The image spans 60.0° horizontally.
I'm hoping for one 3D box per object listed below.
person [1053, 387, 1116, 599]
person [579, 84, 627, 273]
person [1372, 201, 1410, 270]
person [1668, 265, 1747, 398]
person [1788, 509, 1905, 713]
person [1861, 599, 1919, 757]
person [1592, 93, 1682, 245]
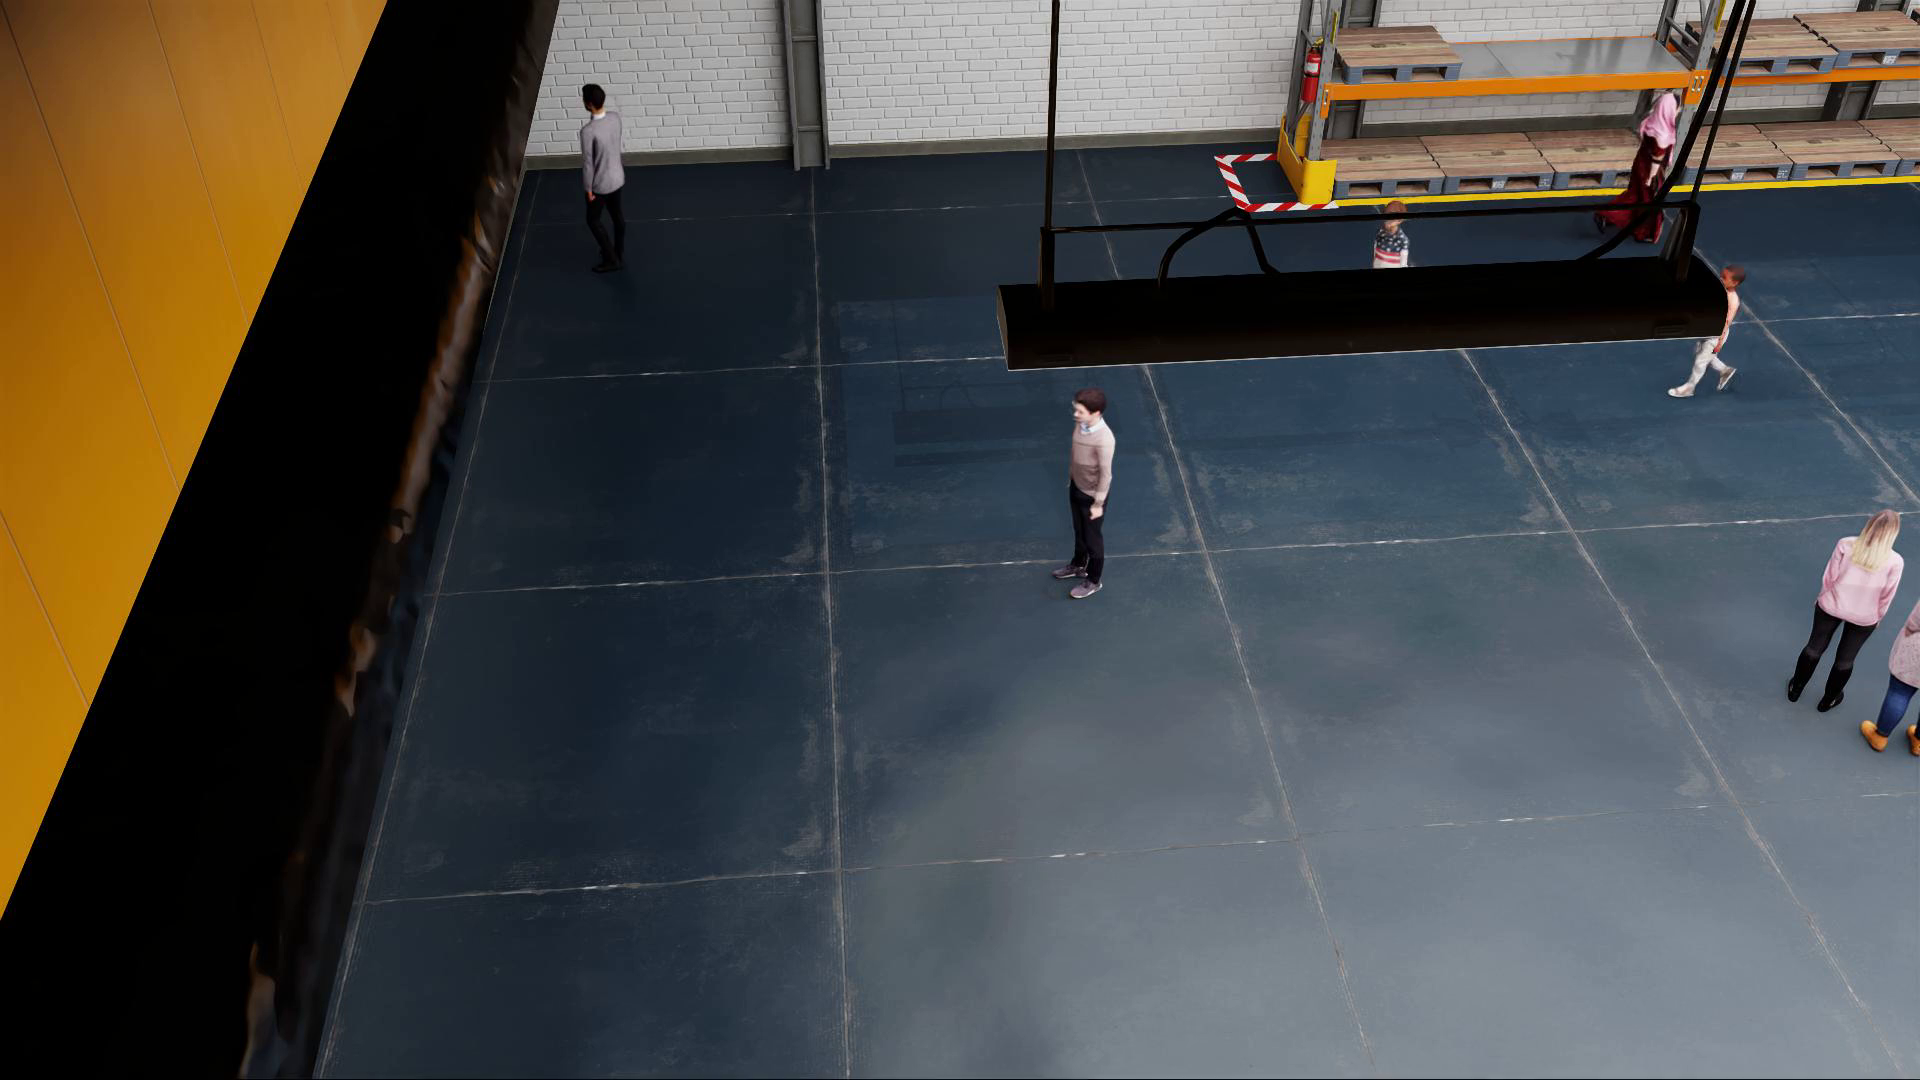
[{"bbox_3d":[0.953,-0.374,12.341,0.663,1.808,0.691,-16,41,-19],"label":"person"},{"bbox_3d":[-3.410,-3.509,16.176,0.937,1.921,0.905,20,43,23],"label":"person"},{"bbox_3d":[3.970,-2.469,15.286,0.907,1.406,0.975,28,46,30],"label":"person"},{"bbox_3d":[6.653,-1.821,14.561,0.789,1.298,0.504,-2,39,-3],"label":"person"},{"bbox_3d":[6.071,0.478,11.370,0.675,1.688,0.740,26,45,29],"label":"person"},{"bbox_3d":[6.488,0.723,11.021,0.639,1.741,0.802,5,39,6],"label":"person"},{"bbox_3d":[6.840,-3.712,16.675,0.951,1.614,0.711,3,39,3],"label":"person"}]
